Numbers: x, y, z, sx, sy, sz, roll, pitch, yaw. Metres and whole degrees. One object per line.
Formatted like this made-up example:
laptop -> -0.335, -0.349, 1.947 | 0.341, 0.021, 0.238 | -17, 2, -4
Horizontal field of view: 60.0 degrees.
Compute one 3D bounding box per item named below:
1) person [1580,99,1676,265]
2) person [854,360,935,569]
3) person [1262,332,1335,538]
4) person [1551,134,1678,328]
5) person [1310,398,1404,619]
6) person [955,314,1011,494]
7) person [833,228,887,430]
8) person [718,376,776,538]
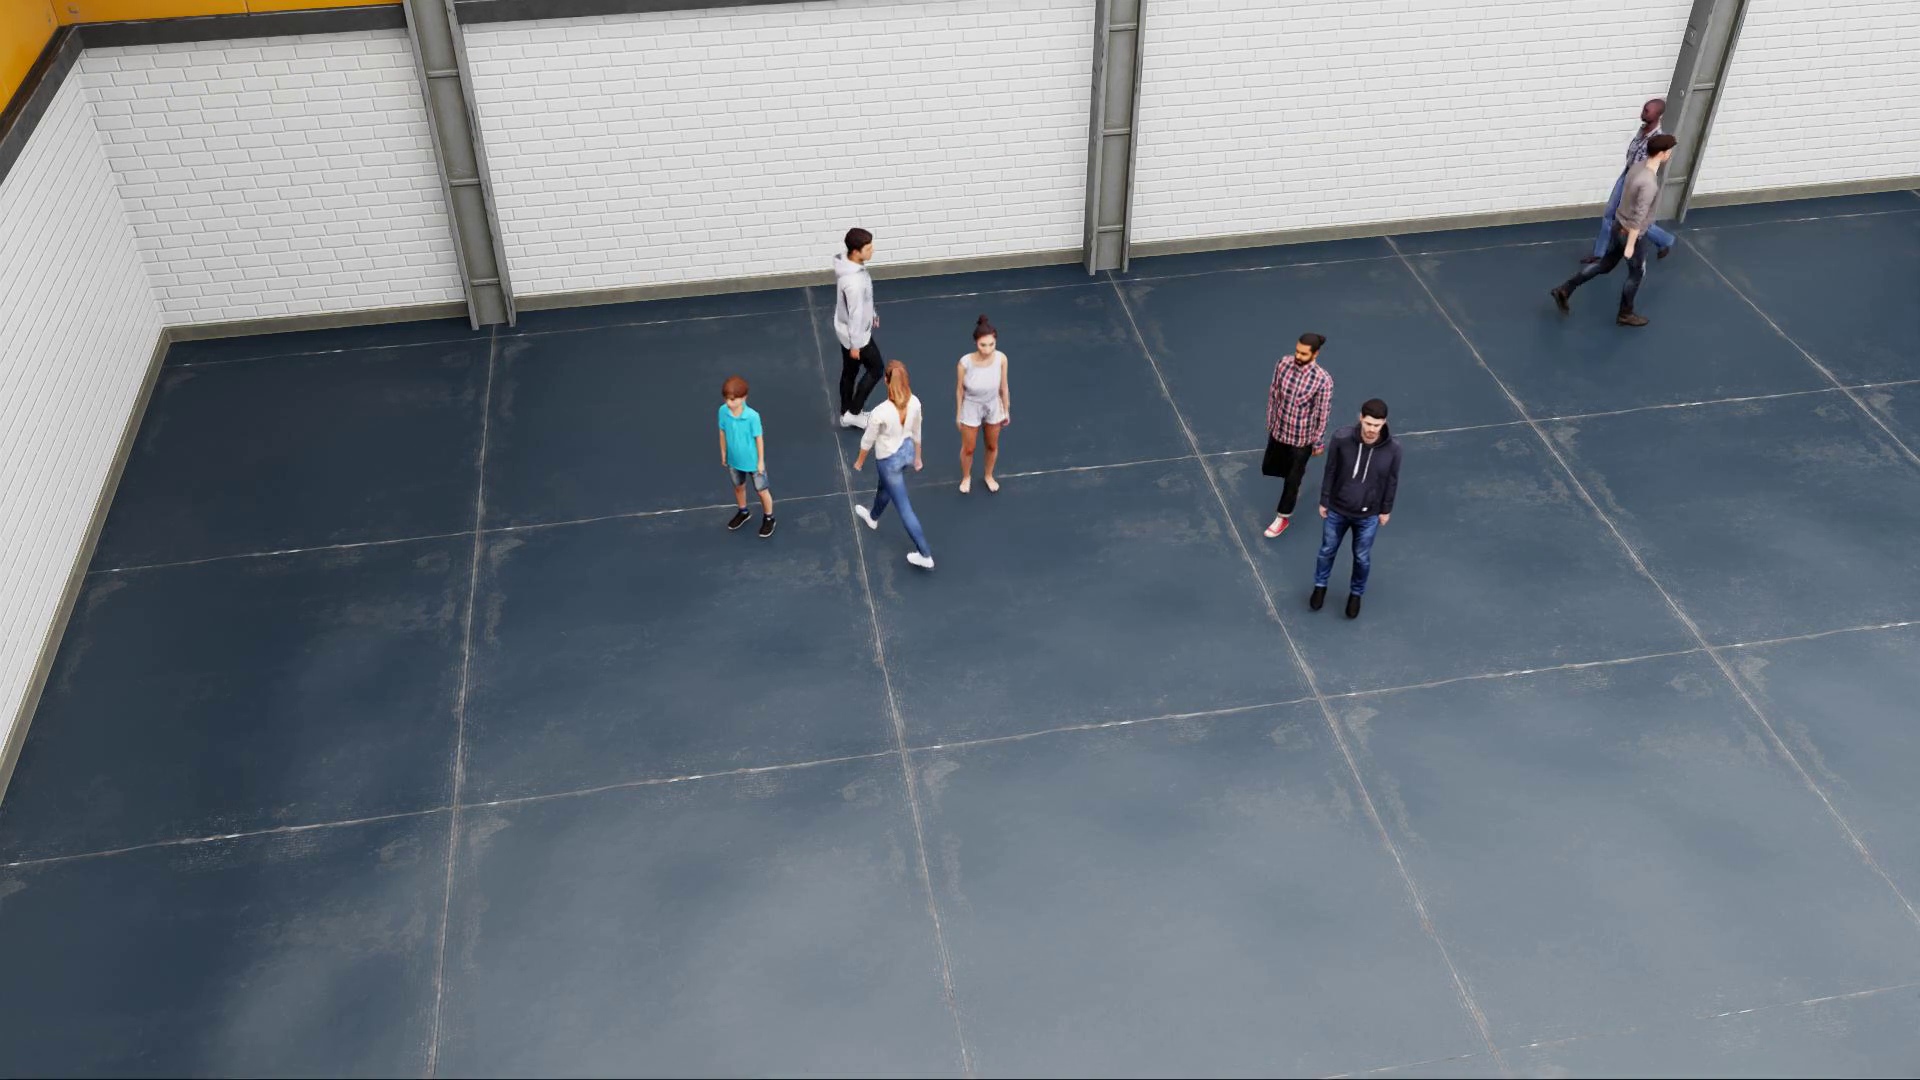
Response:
person -> 6.642, -3.412, 16.112 | 1.109, 1.763, 0.726 | -2, 39, -3
person -> -0.433, -0.525, 12.574 | 1.129, 1.668, 1.174 | 31, 48, 33
person -> 2.639, -0.869, 12.943 | 0.979, 1.745, 1.061 | 28, 47, 31
person -> 6.043, -2.821, 15.290 | 1.232, 1.865, 0.879 | 3, 39, 3
person -> 2.870, -0.262, 12.069 | 0.692, 1.887, 0.818 | 13, 40, 15
person -> 0.164, -1.065, 13.289 | 0.504, 1.619, 0.668 | -7, 39, -9
person -> -0.974, -1.711, 13.905 | 0.646, 1.860, 0.713 | -9, 39, -11
person -> -1.665, -0.669, 12.933 | 0.569, 1.443, 0.663 | 13, 40, 15
